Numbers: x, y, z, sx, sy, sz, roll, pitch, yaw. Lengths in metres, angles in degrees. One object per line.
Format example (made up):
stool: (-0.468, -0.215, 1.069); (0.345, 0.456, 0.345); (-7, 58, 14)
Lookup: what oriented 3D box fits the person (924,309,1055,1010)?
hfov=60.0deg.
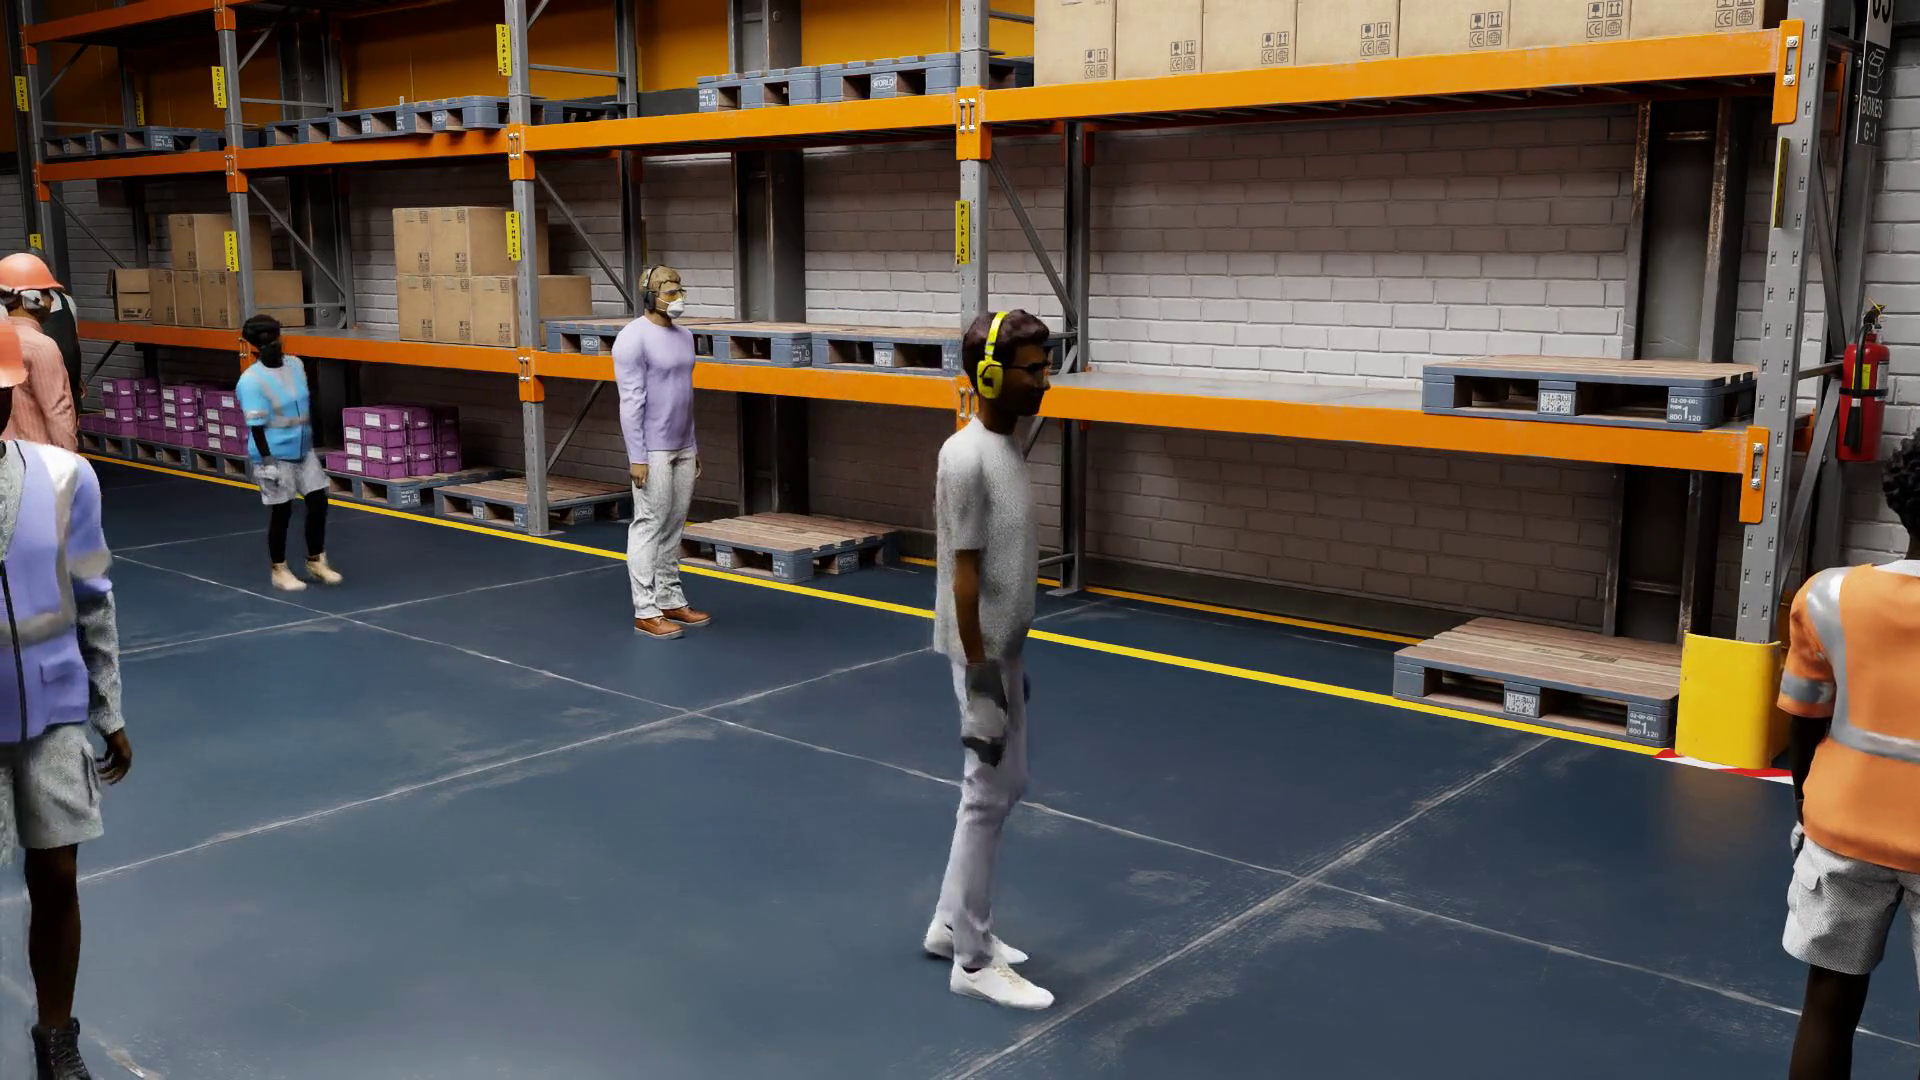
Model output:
person: (0.092, 0.318, 4.494); (0.356, 1.868, 0.552); (3, 10, 15)

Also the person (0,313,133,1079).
person: (-2.244, 0.404, 3.841); (0.580, 1.923, 0.554); (8, 13, 39)

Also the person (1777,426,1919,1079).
person: (1.894, 0.607, 3.304); (0.318, 1.697, 0.533); (-9, 13, -41)

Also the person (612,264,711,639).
person: (-1.553, -0.464, 8.712); (0.367, 1.939, 0.634); (4, 11, 20)

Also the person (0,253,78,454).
person: (-4.432, -0.370, 8.015); (0.612, 1.997, 0.376); (6, 12, 33)

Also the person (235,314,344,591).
person: (-3.937, -0.495, 9.695); (0.448, 1.647, 0.594); (4, 11, 22)

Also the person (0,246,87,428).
person: (-7.209, -1.291, 13.130); (0.539, 2.000, 0.689); (6, 12, 32)
